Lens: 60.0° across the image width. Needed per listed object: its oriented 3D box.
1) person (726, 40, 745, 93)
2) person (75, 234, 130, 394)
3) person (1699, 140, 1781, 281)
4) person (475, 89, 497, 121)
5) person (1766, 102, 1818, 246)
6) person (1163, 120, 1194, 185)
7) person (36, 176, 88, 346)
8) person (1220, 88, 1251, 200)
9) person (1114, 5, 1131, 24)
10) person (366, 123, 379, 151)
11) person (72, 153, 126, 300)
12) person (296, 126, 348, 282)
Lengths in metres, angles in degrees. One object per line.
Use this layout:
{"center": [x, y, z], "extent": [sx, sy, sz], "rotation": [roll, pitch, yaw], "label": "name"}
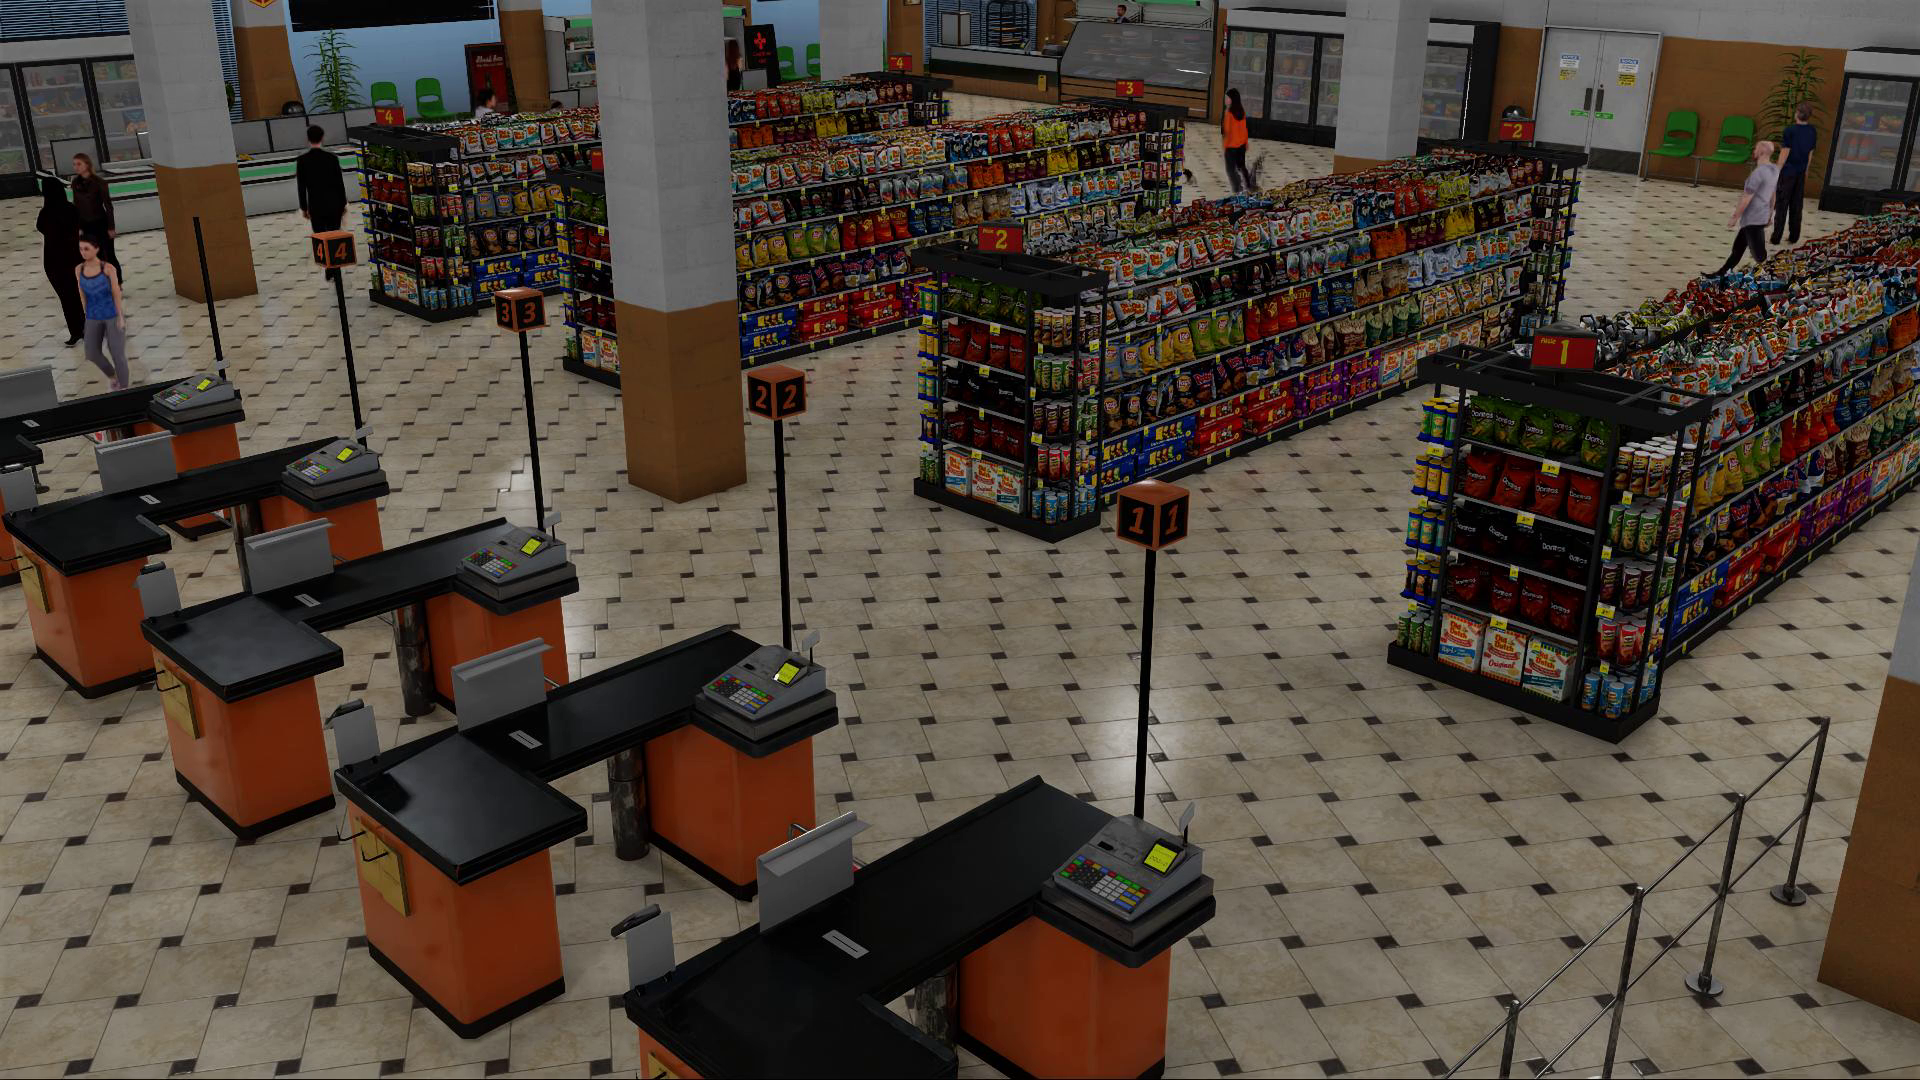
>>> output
{"center": [-4.395, -8.678, 31.937], "extent": [0.582, 1.675, 1.133], "rotation": [20, 29, 40], "label": "person"}
{"center": [-8.004, -2.086, 15.633], "extent": [0.704, 1.601, 0.764], "rotation": [0, 22, -1], "label": "person"}
{"center": [9.354, -3.698, 19.385], "extent": [1.063, 1.792, 0.748], "rotation": [-20, 30, -41], "label": "person"}
{"center": [-6.630, -5.311, 23.236], "extent": [0.681, 1.915, 0.840], "rotation": [20, 29, 40], "label": "person"}
{"center": [11.178, -4.920, 22.323], "extent": [0.687, 1.871, 0.797], "rotation": [-4, 22, -9], "label": "person"}
{"center": [3.528, -6.224, 26.715], "extent": [0.714, 1.014, 0.694], "rotation": [2, 22, 6], "label": "person"}
{"center": [-9.454, -2.967, 17.612], "extent": [0.820, 1.758, 0.741], "rotation": [2, 22, 5], "label": "person"}
{"center": [4.175, -5.874, 24.904], "extent": [0.543, 1.716, 0.875], "rotation": [-14, 26, -31], "label": "person"}
{"center": [3.719, -11.422, 38.509], "extent": [0.566, 1.868, 0.616], "rotation": [-20, 29, -41], "label": "person"}
{"center": [-8.645, -5.554, 24.705], "extent": [0.560, 1.271, 0.581], "rotation": [13, 25, 30], "label": "person"}
{"center": [-10.068, -3.659, 19.410], "extent": [0.676, 1.703, 0.705], "rotation": [3, 22, 7], "label": "person"}
{"center": [-7.670, -4.023, 20.103], "extent": [0.901, 1.861, 0.915], "rotation": [-11, 24, -25], "label": "person"}
